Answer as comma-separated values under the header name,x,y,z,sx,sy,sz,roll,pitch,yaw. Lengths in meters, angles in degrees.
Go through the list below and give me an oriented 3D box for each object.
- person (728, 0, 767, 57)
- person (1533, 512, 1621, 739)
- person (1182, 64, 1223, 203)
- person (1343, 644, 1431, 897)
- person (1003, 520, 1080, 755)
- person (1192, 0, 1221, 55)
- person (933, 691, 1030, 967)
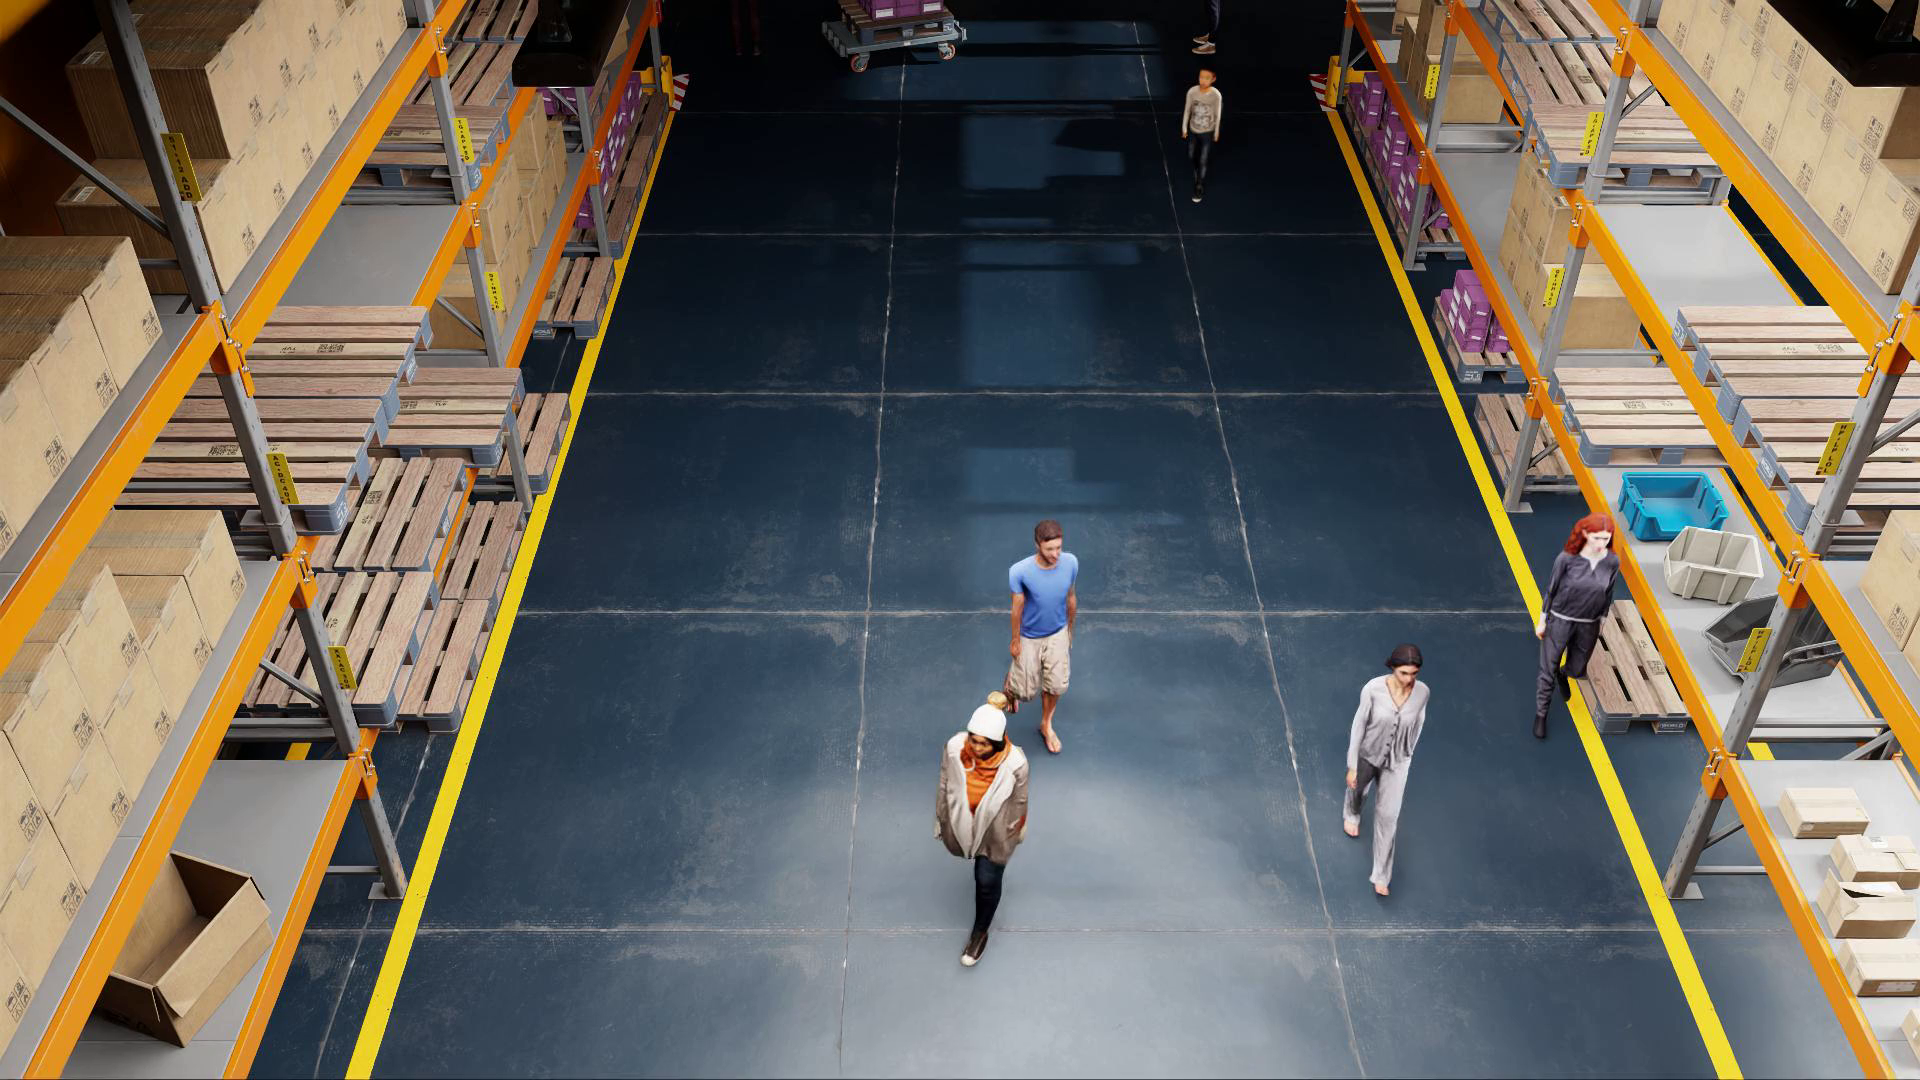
name,x,y,z,sx,sy,sz,roll,pitch,yaw
person,-2.695,-6.925,20.534,0.674,1.864,0.551,0,39,0
person,4.142,0.514,11.295,0.679,1.768,0.826,6,39,7
person,2.593,-4.382,17.686,0.743,1.444,0.982,12,40,15
person,2.590,1.281,10.363,0.677,1.733,1.070,4,39,5
person,0.511,0.569,11.157,0.802,1.855,0.951,-12,40,-14
person,3.145,-6.996,20.602,0.746,1.889,0.566,7,39,9
person,0.158,1.584,9.884,0.976,1.857,1.258,14,41,17
